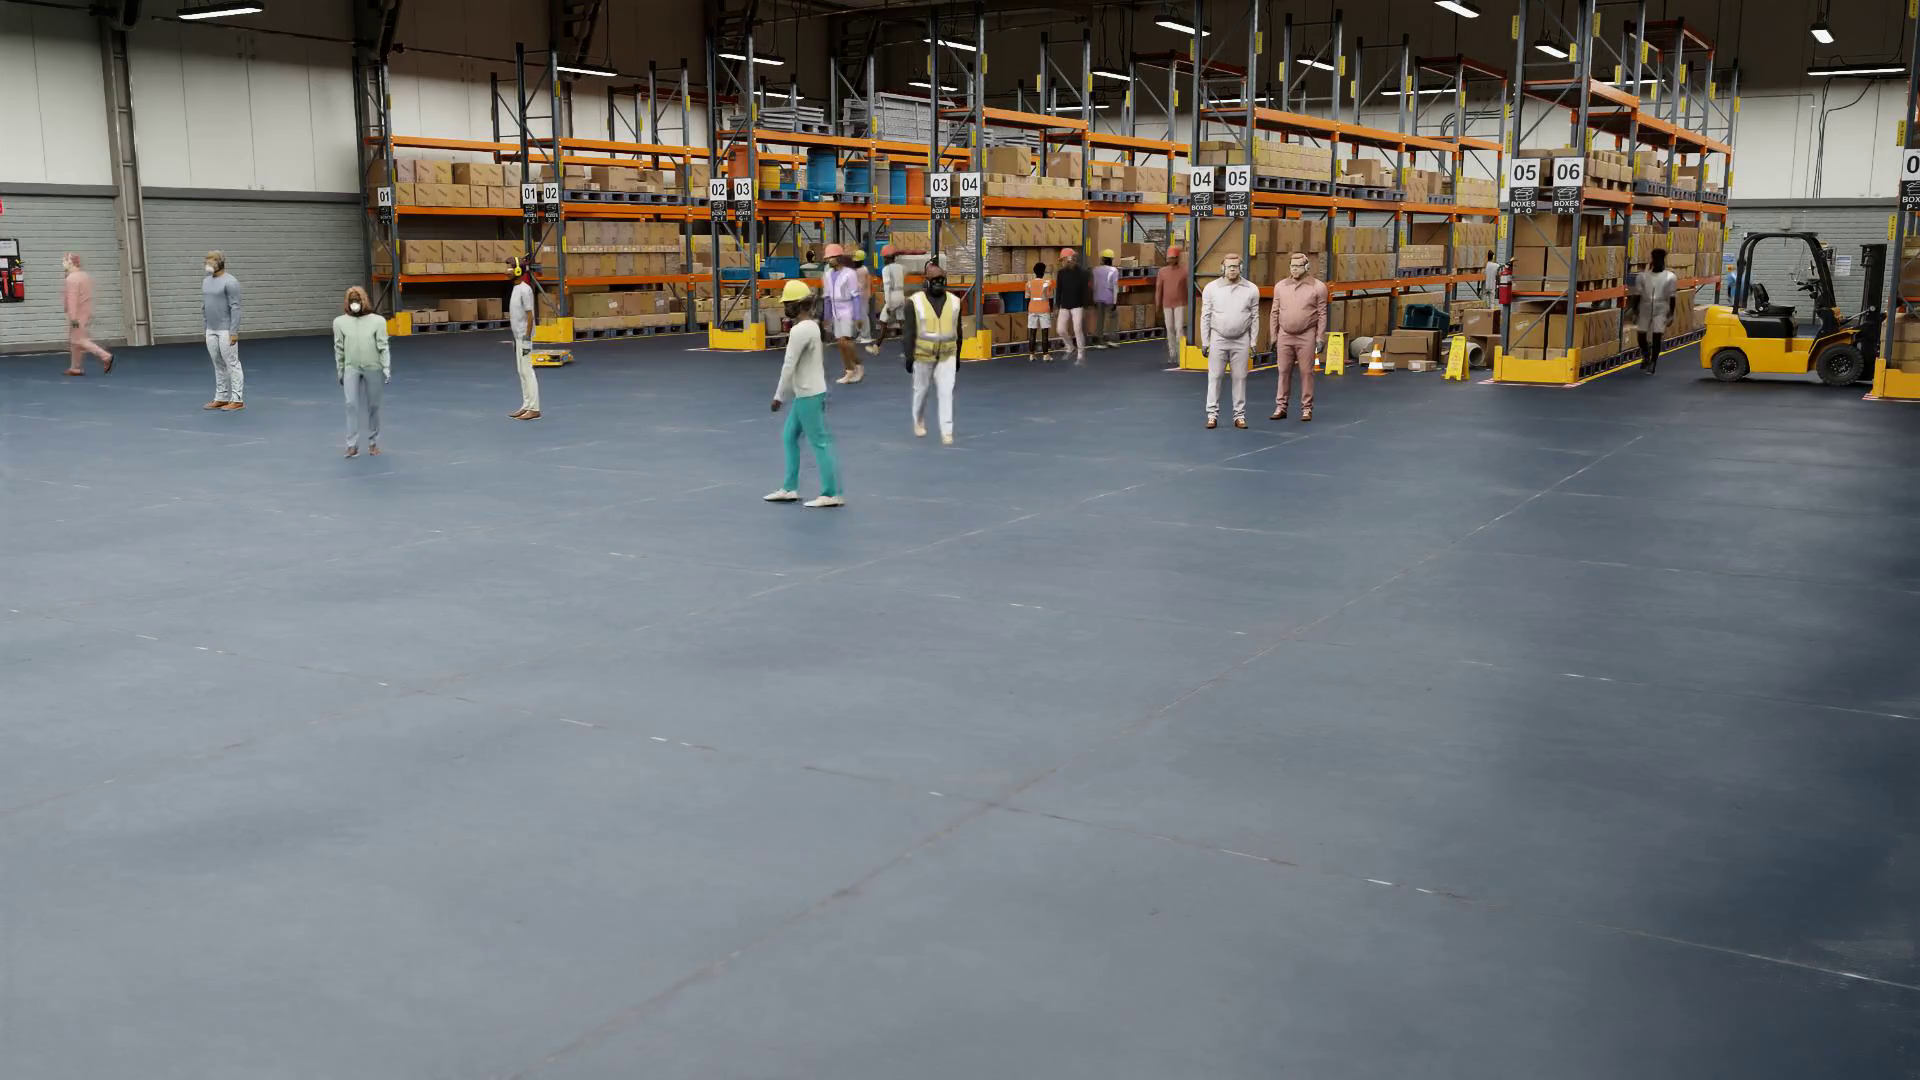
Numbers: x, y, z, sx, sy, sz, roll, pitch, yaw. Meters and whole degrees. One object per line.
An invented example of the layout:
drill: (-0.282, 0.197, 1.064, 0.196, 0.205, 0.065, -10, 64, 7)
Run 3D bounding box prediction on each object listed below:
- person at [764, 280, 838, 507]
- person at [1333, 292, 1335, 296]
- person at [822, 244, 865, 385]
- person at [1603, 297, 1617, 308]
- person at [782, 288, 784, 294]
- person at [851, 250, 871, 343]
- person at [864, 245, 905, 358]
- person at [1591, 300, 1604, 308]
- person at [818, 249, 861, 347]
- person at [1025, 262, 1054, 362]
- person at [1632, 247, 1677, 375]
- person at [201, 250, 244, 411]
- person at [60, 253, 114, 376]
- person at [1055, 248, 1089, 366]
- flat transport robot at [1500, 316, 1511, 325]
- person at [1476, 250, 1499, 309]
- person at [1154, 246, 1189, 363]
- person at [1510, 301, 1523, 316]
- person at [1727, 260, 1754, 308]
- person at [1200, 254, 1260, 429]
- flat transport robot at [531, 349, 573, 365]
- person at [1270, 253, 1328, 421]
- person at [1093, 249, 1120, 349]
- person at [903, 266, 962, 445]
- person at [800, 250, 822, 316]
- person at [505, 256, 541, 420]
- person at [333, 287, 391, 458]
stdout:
person: (-1.271, -1.104, 12.743, 0.741, 1.736, 0.524, 1, 10, 5)
person: (8.324, -5.704, 38.360, 0.648, 1.782, 0.991, 6, 12, 29)
person: (-1.703, -3.212, 23.765, 0.533, 2.015, 0.625, -9, 13, -41)
person: (15.460, -5.933, 39.394, 0.406, 1.866, 0.597, 3, 11, 16)
person: (-4.472, -6.721, 43.621, 0.544, 1.939, 0.353, 6, 12, 31)
person: (-1.994, -4.901, 33.568, 0.470, 1.889, 0.633, -3, 10, -15)
person: (-1.235, -4.198, 29.353, 1.092, 1.972, 0.622, 9, 13, 41)
person: (15.544, -6.162, 40.201, 1.012, 2.000, 0.696, 3, 11, 16)
person: (-2.410, -4.752, 32.574, 1.001, 1.930, 0.643, -9, 13, -40)
person: (1.368, -3.899, 28.487, 0.532, 1.699, 0.318, 5, 11, 27)
person: (10.687, -3.517, 25.619, 0.629, 1.955, 0.427, 6, 12, 30)
person: (-8.954, -2.532, 20.159, 0.632, 1.940, 0.372, 6, 12, 30)
person: (-13.385, -3.433, 25.375, 0.756, 1.882, 0.651, -2, 10, -12)
person: (1.894, -3.897, 27.798, 0.650, 1.958, 0.476, 7, 12, 35)
flat transport robot: (13.275, -5.393, 40.855, 0.652, 0.197, 1.431, 1, 10, 7)
person: (12.469, -5.903, 39.274, 0.510, 1.860, 0.334, 3, 10, 14)
person: (3.594, -3.958, 28.094, 0.618, 1.969, 0.678, 4, 11, 23)
person: (14.041, -6.334, 41.590, 0.838, 1.905, 0.640, 6, 12, 31)
person: (17.779, -5.554, 37.876, 0.540, 1.646, 0.875, 1, 10, 8)
person: (2.953, -2.167, 18.202, 0.641, 1.908, 0.407, 0, 10, 1)
flat transport robot: (-6.882, -3.038, 27.662, 0.652, 0.197, 1.431, -1, 10, -4)
person: (3.848, -2.310, 19.004, 0.646, 1.907, 0.401, 5, 11, 27)
person: (2.829, -4.617, 31.929, 0.601, 1.907, 0.629, 7, 12, 33)
person: (-0.290, -1.905, 17.069, 0.636, 1.806, 0.939, -2, 10, -13)
person: (-3.236, -5.352, 36.147, 0.535, 1.869, 0.312, 5, 11, 26)
person: (-5.044, -2.313, 19.125, 0.323, 1.870, 0.518, -5, 11, -27)
person: (-5.646, -1.574, 15.721, 0.517, 1.603, 0.755, -2, 10, -14)
